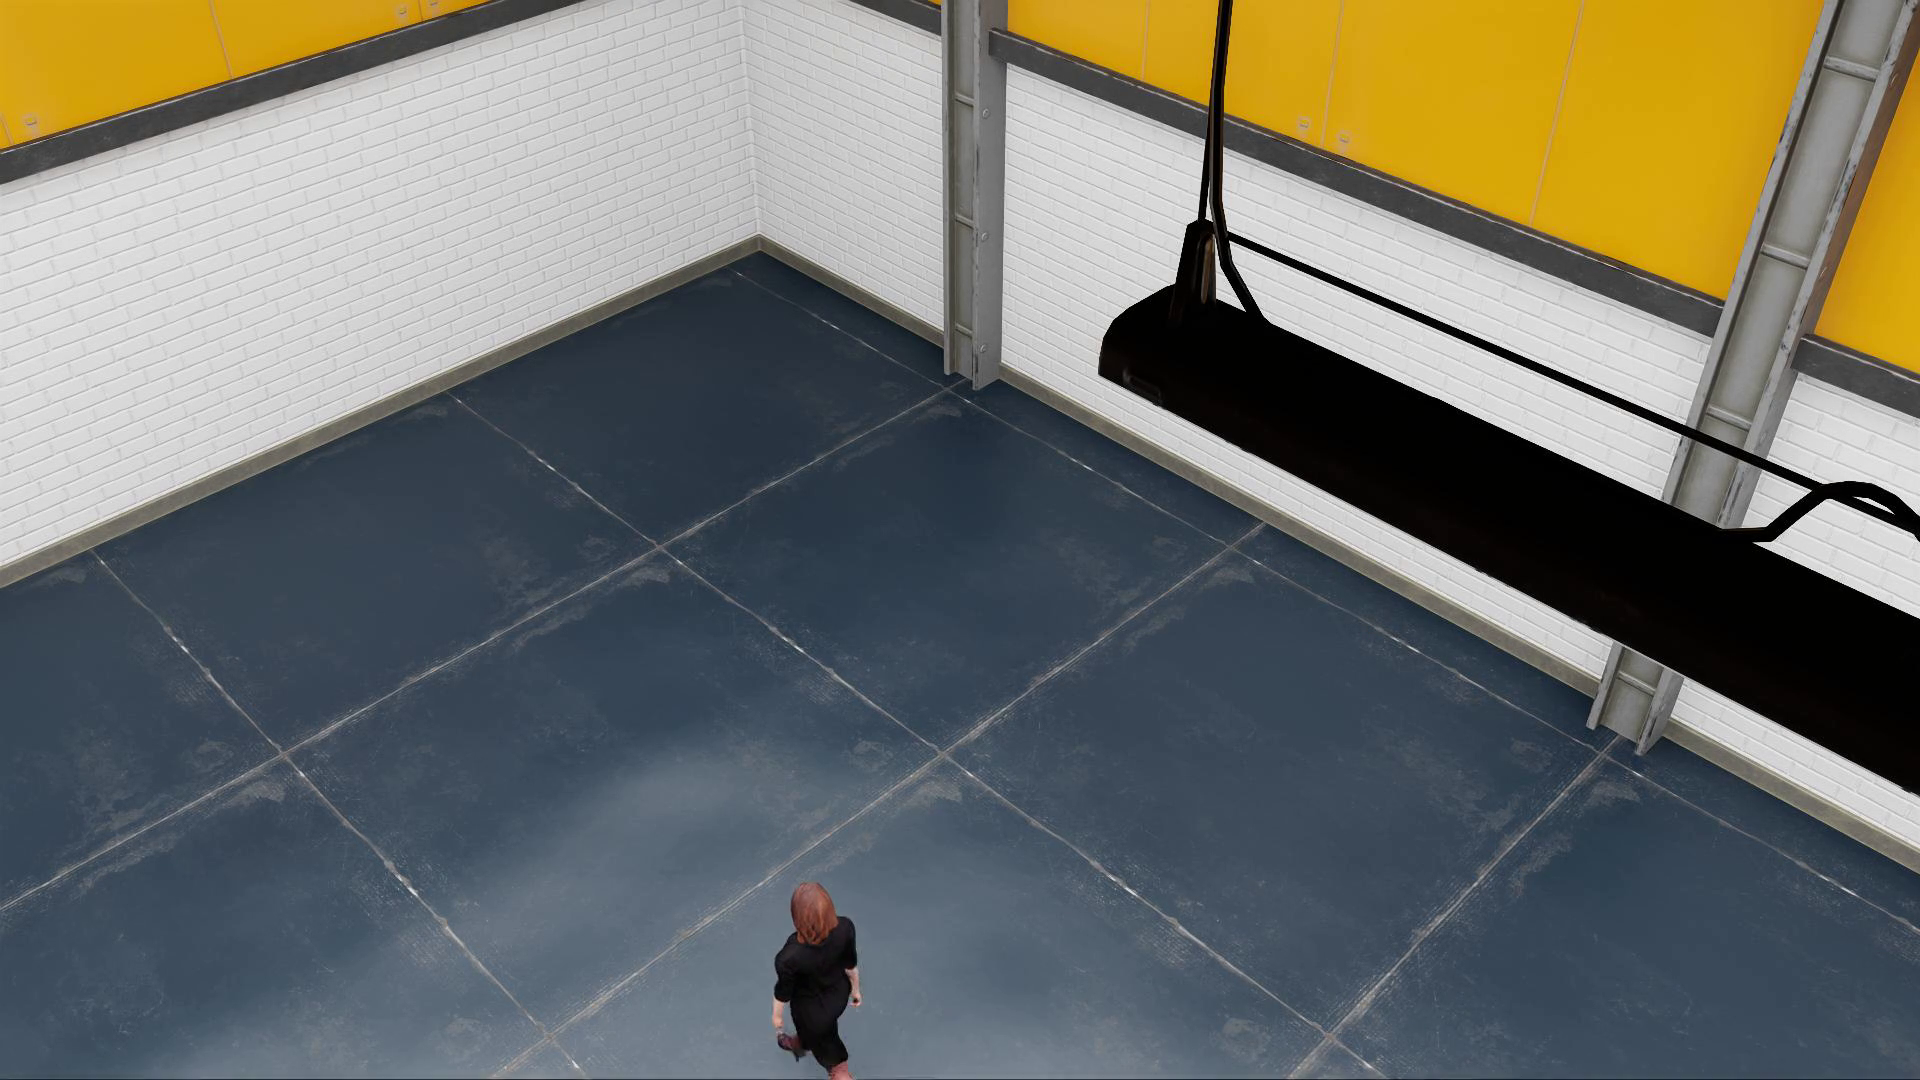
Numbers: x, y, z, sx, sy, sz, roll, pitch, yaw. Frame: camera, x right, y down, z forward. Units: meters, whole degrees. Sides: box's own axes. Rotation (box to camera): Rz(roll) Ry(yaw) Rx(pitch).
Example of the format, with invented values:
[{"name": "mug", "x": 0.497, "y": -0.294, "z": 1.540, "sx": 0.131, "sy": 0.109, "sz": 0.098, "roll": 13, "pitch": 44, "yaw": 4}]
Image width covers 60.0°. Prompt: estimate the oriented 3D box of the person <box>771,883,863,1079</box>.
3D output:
[{"name": "person", "x": -0.630, "y": 2.355, "z": 8.141, "sx": 0.621, "sy": 1.653, "sz": 1.050, "roll": -30, "pitch": 47, "yaw": -32}]
